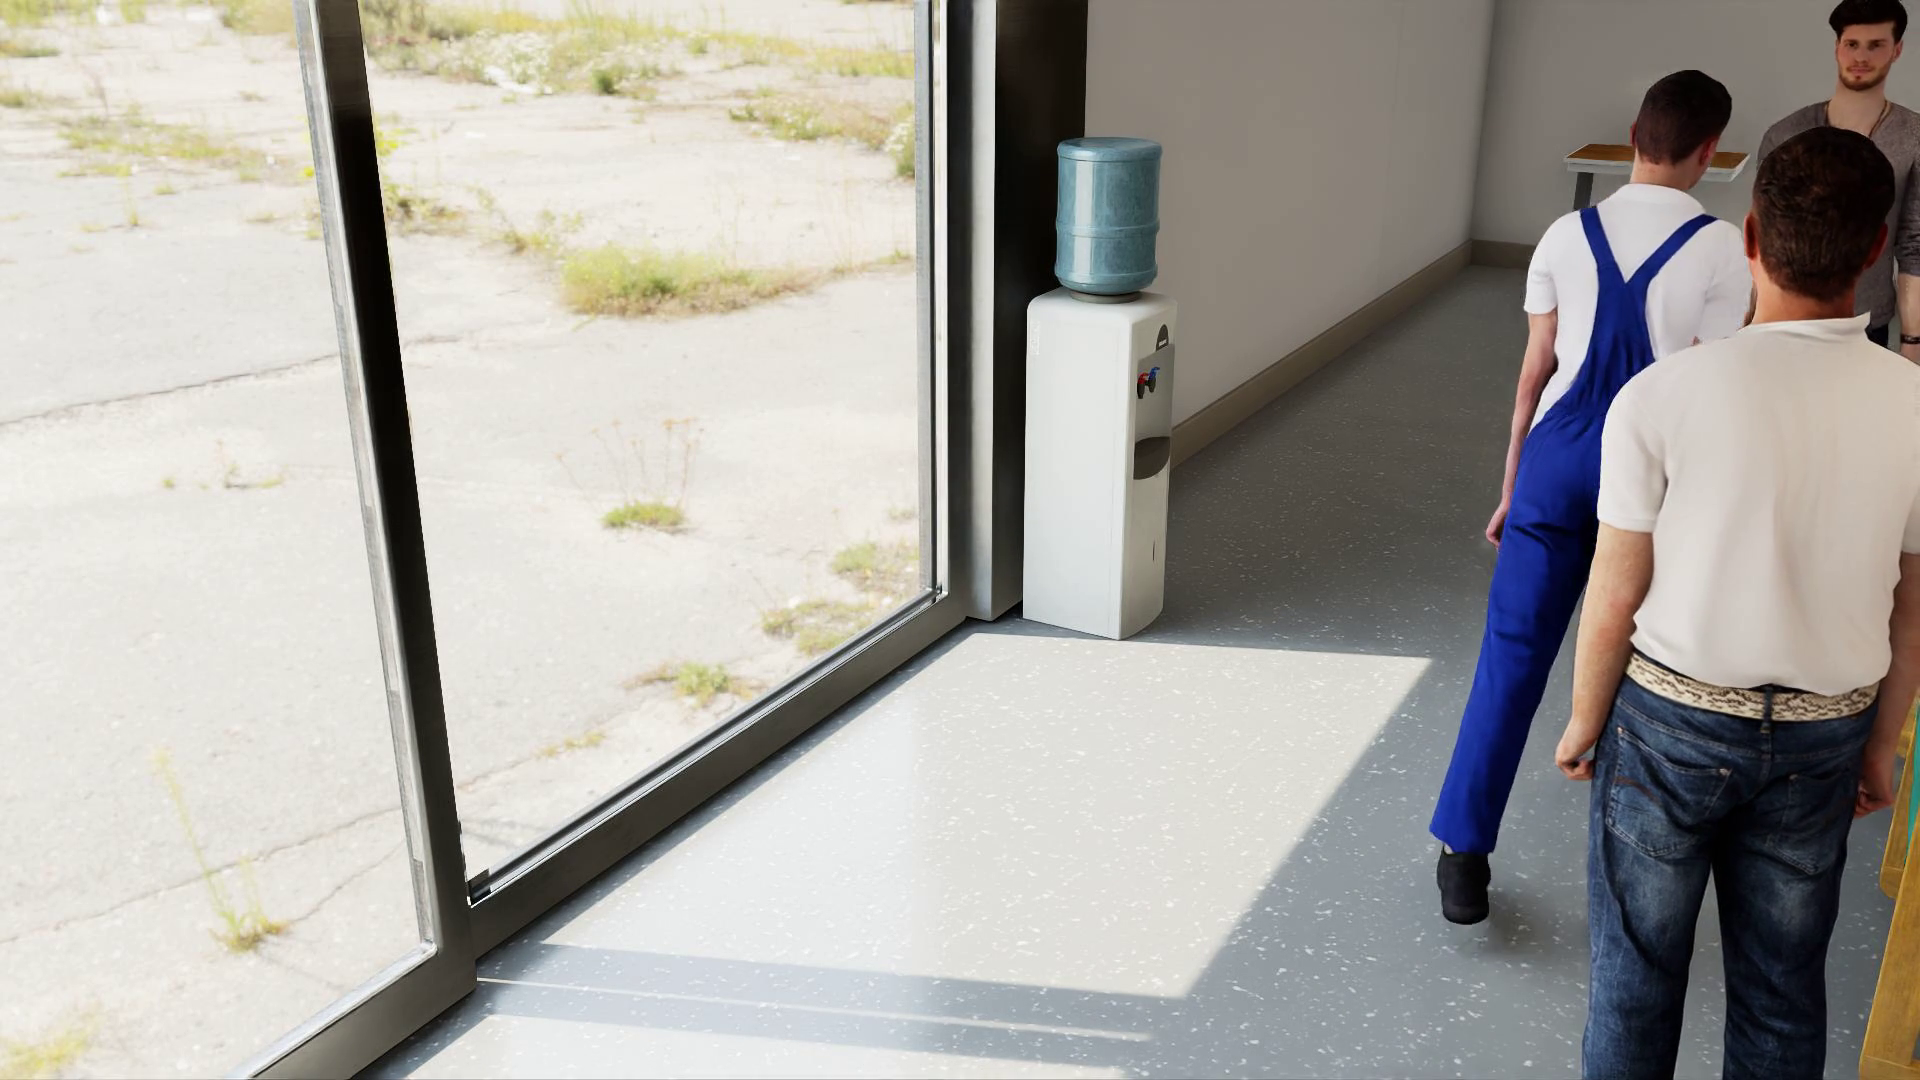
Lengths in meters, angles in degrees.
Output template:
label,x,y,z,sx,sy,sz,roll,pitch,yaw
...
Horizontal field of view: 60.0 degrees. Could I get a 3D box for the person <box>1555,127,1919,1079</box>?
label,x,y,z,sx,sy,sz,roll,pitch,yaw
person,1.174,0.319,2.533,0.623,1.854,0.789,3,21,9

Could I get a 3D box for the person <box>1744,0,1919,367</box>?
label,x,y,z,sx,sy,sz,roll,pitch,yaw
person,2.638,-0.653,5.065,1.097,1.877,0.748,11,23,27

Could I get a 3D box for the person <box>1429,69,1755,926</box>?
label,x,y,z,sx,sy,sz,roll,pitch,yaw
person,1.351,-0.016,3.570,1.348,1.746,0.770,12,24,30
